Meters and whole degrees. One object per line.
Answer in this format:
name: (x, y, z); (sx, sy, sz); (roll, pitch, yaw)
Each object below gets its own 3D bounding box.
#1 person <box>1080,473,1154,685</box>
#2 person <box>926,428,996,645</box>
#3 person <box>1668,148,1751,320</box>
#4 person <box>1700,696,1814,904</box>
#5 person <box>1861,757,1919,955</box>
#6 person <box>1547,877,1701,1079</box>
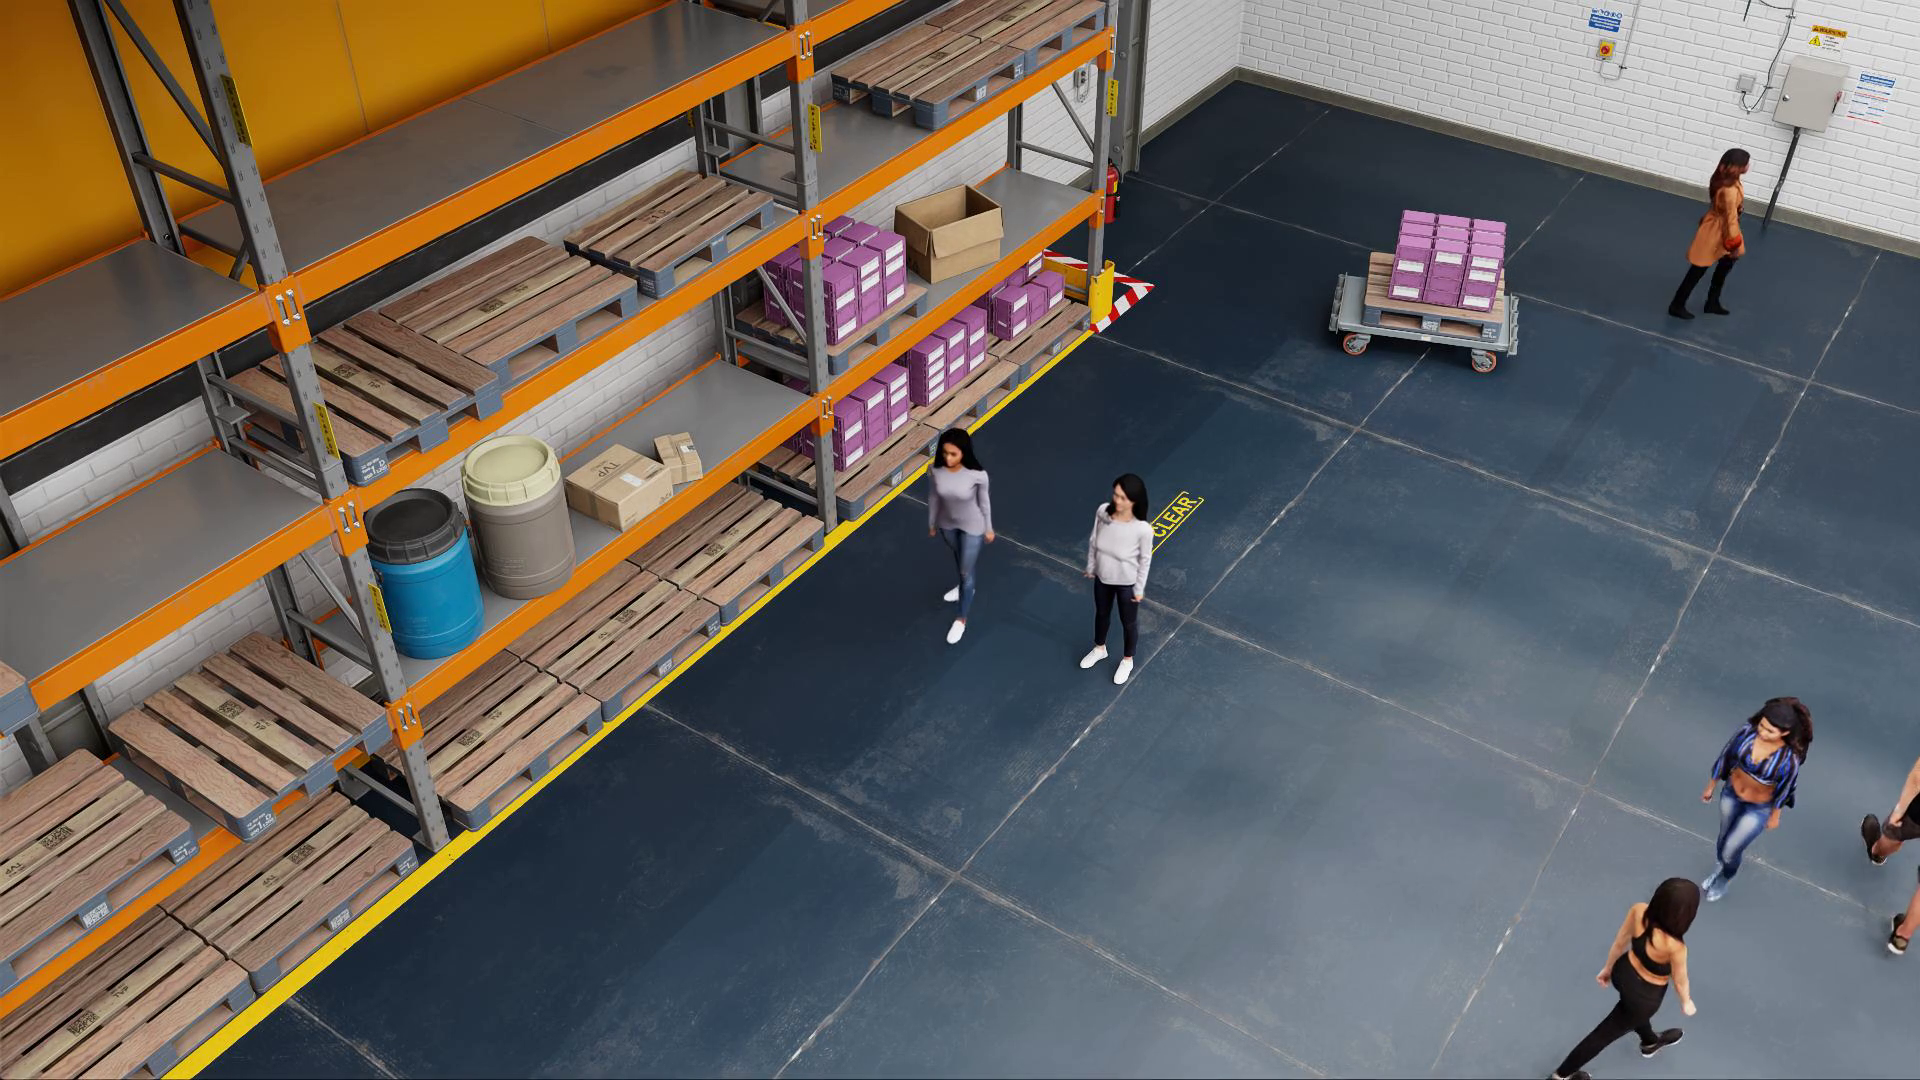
person: (1.095, 0.246, 11.420); (0.608, 1.700, 0.539); (24, 45, 27)
person: (0.037, -0.140, 11.902); (0.733, 1.701, 0.972); (19, 42, 22)
person: (6.801, -2.766, 15.184); (0.863, 1.708, 0.807); (13, 40, 15)
person: (4.731, 1.523, 9.891); (0.750, 1.611, 0.735); (-20, 43, -23)
person: (5.646, 1.646, 9.581); (0.955, 1.806, 1.287); (12, 40, 15)
person: (3.503, 2.405, 8.795); (1.099, 1.601, 0.987); (-9, 40, -12)
